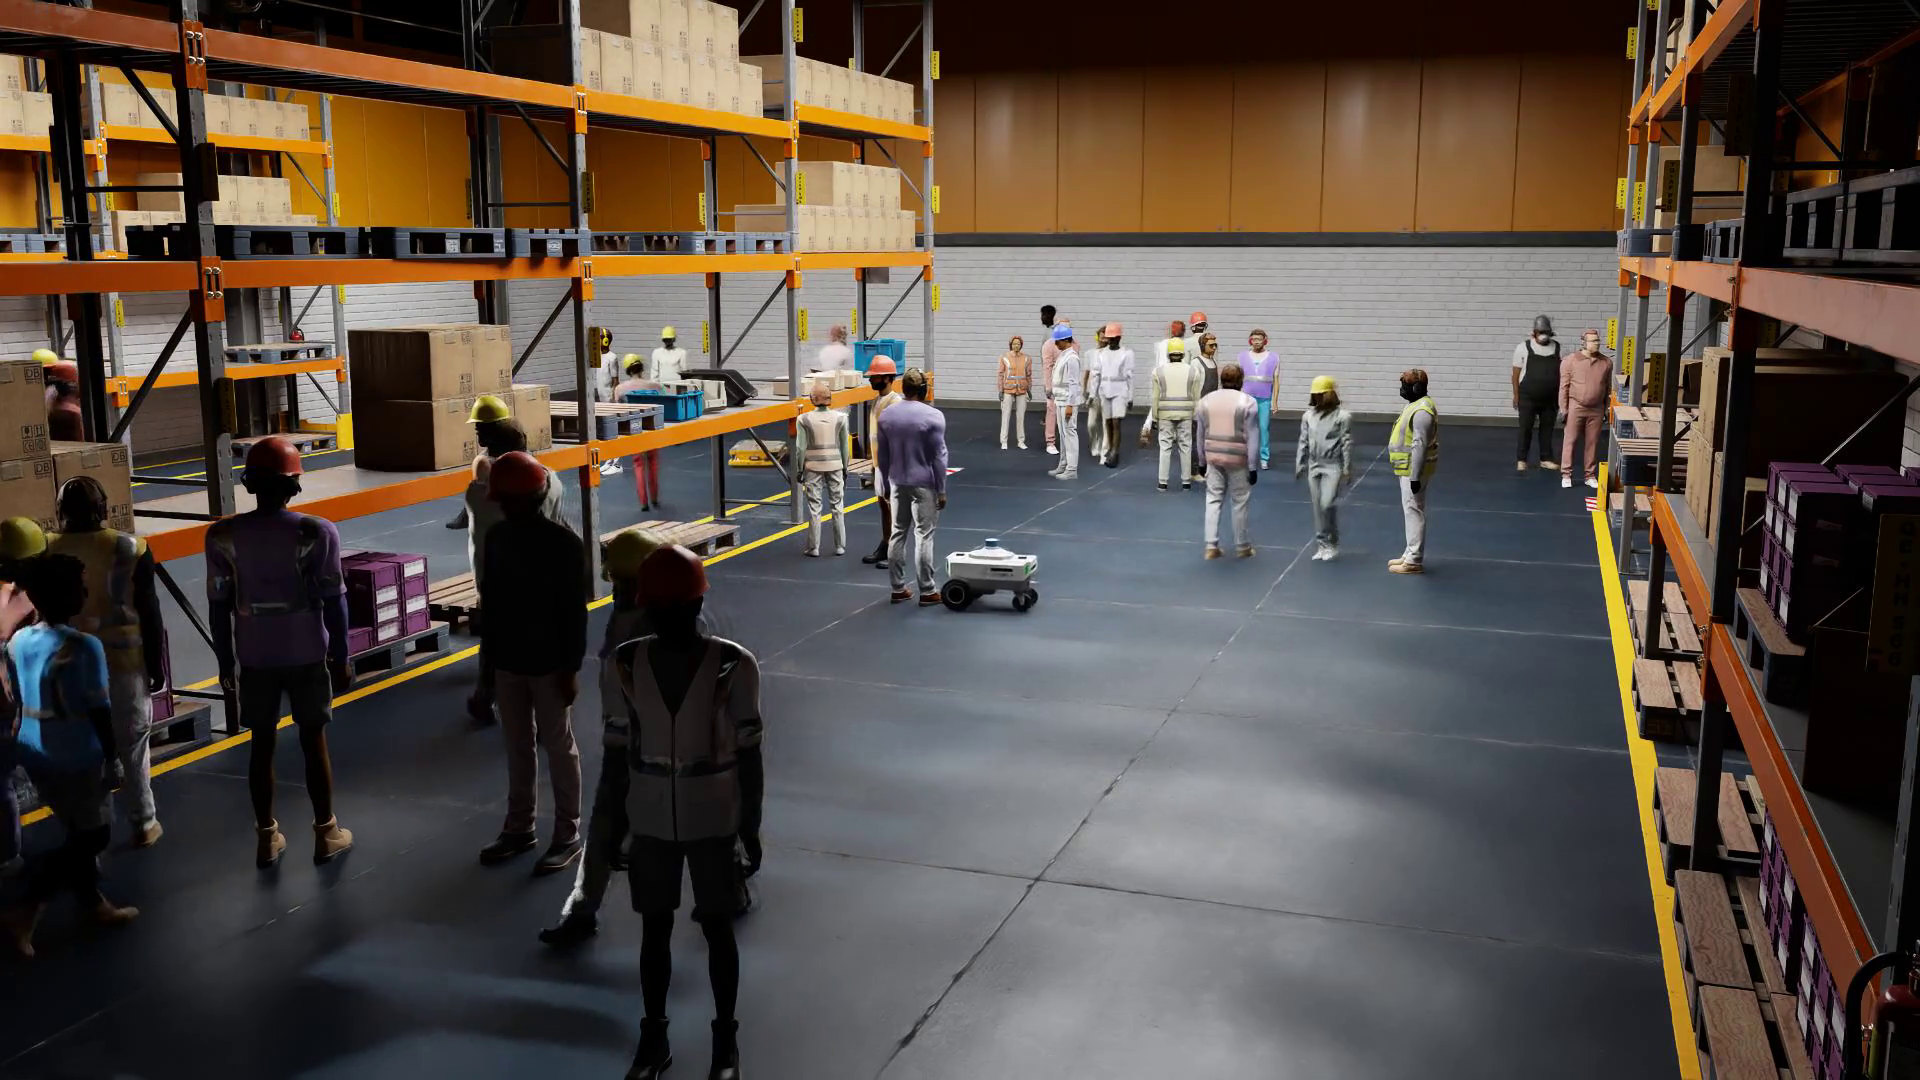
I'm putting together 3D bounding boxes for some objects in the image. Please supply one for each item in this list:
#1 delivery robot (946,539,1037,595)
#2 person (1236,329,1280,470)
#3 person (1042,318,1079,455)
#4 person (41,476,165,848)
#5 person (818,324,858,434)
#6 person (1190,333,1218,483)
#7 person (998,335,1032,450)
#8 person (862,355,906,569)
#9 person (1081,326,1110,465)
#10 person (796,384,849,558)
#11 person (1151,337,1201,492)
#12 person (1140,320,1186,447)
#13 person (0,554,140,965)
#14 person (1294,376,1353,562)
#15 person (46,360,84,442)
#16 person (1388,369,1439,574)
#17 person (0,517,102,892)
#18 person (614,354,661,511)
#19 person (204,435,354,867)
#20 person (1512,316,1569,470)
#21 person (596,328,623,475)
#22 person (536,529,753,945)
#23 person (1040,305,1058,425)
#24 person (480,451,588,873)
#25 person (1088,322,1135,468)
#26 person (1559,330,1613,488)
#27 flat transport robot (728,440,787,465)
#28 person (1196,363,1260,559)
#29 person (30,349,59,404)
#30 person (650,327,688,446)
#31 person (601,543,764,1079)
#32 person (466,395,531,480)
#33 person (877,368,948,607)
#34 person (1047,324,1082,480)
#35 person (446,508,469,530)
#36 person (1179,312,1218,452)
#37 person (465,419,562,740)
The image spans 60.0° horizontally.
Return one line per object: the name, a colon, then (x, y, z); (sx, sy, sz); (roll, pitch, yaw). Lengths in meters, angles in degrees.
delivery robot: (0.256, 0.233, 13.428); (0.707, 0.478, 0.477); (3, 10, 15)
person: (3.864, -1.812, 21.645); (0.580, 1.841, 0.505); (3, 10, 15)
person: (1.452, -2.160, 23.362); (0.640, 1.910, 0.401); (-7, 12, -36)
person: (-4.166, 0.601, 8.036); (0.618, 1.836, 0.430); (-2, 10, -11)
person: (-1.669, -1.960, 22.328); (0.871, 1.880, 0.637); (-7, 12, -36)
person: (3.031, -1.636, 20.581); (0.338, 1.845, 0.514); (7, 12, 36)
person: (0.787, -2.113, 23.843); (0.514, 1.642, 0.310); (-3, 10, -14)
person: (-0.680, -0.706, 15.083); (0.375, 1.939, 0.546); (-4, 11, -24)
person: (1.899, -1.951, 22.376); (0.527, 1.848, 0.639); (2, 10, 9)
person: (-1.285, -0.649, 15.608); (0.513, 1.640, 0.309); (-3, 11, -17)
person: (2.557, -1.484, 19.754); (0.590, 1.837, 0.404); (0, 10, 2)
person: (2.980, -2.250, 24.026); (0.598, 1.853, 0.879); (9, 14, 43)
person: (-3.719, 0.895, 6.806); (0.535, 1.676, 0.642); (6, 12, 29)
person: (3.349, -0.654, 15.365); (0.512, 1.723, 0.487); (9, 14, 42)
person: (-7.299, -0.485, 13.765); (0.685, 1.981, 0.563); (7, 12, 35)
person: (4.042, -0.612, 14.870); (0.428, 1.837, 0.623); (2, 10, 11)
person: (-4.197, 0.767, 7.447); (0.575, 1.759, 0.520); (7, 12, 36)
person: (-3.561, -1.200, 18.474); (0.548, 1.706, 0.692); (-1, 10, -8)
person: (-3.192, 0.525, 7.857); (0.615, 2.041, 0.386); (-1, 10, -8)
person: (7.561, -1.919, 21.625); (0.712, 2.000, 0.610); (1, 10, 5)
person: (-4.511, -1.763, 21.232); (0.312, 1.869, 0.535); (-6, 12, -29)
person: (-1.306, 0.816, 7.024); (0.929, 1.774, 0.569); (-9, 14, -42)
person: (1.483, -2.846, 27.147); (0.367, 1.950, 0.715); (1, 10, 7)
person: (-2.020, 0.566, 7.787); (0.610, 1.986, 0.393); (6, 12, 29)
person: (1.988, -1.907, 21.967); (0.557, 1.925, 0.667); (5, 11, 28)
person: (7.541, -1.573, 20.043); (0.643, 1.913, 0.408); (0, 10, -2)
flat transport robot: (-2.721, -1.182, 22.461); (0.652, 0.197, 1.431); (0, 10, -1)
person: (2.516, -0.731, 15.527); (0.637, 1.842, 0.429); (7, 12, 34)
person: (-8.824, -0.901, 16.221); (0.594, 1.922, 0.387); (10, 14, 43)
person: (-4.259, -2.231, 24.283); (0.528, 1.727, 0.885); (1, 10, 7)
person: (-0.950, 0.963, 5.689); (0.553, 1.935, 0.364); (1, 10, 3)
person: (-3.116, -0.024, 11.303); (0.399, 1.919, 0.588); (4, 11, 19)
person: (-0.381, -0.428, 13.520); (0.629, 1.939, 0.371); (6, 12, 30)
person: (1.318, -1.724, 20.817); (0.402, 1.938, 0.603); (-2, 10, -11)
person: (-5.051, -1.100, 17.453); (0.563, 1.894, 0.998); (6, 12, 30)
person: (3.333, -2.201, 23.346); (0.613, 1.994, 0.382); (-5, 11, -25)
person: (-2.726, 0.221, 9.994); (0.635, 1.899, 0.929); (-8, 13, -39)
